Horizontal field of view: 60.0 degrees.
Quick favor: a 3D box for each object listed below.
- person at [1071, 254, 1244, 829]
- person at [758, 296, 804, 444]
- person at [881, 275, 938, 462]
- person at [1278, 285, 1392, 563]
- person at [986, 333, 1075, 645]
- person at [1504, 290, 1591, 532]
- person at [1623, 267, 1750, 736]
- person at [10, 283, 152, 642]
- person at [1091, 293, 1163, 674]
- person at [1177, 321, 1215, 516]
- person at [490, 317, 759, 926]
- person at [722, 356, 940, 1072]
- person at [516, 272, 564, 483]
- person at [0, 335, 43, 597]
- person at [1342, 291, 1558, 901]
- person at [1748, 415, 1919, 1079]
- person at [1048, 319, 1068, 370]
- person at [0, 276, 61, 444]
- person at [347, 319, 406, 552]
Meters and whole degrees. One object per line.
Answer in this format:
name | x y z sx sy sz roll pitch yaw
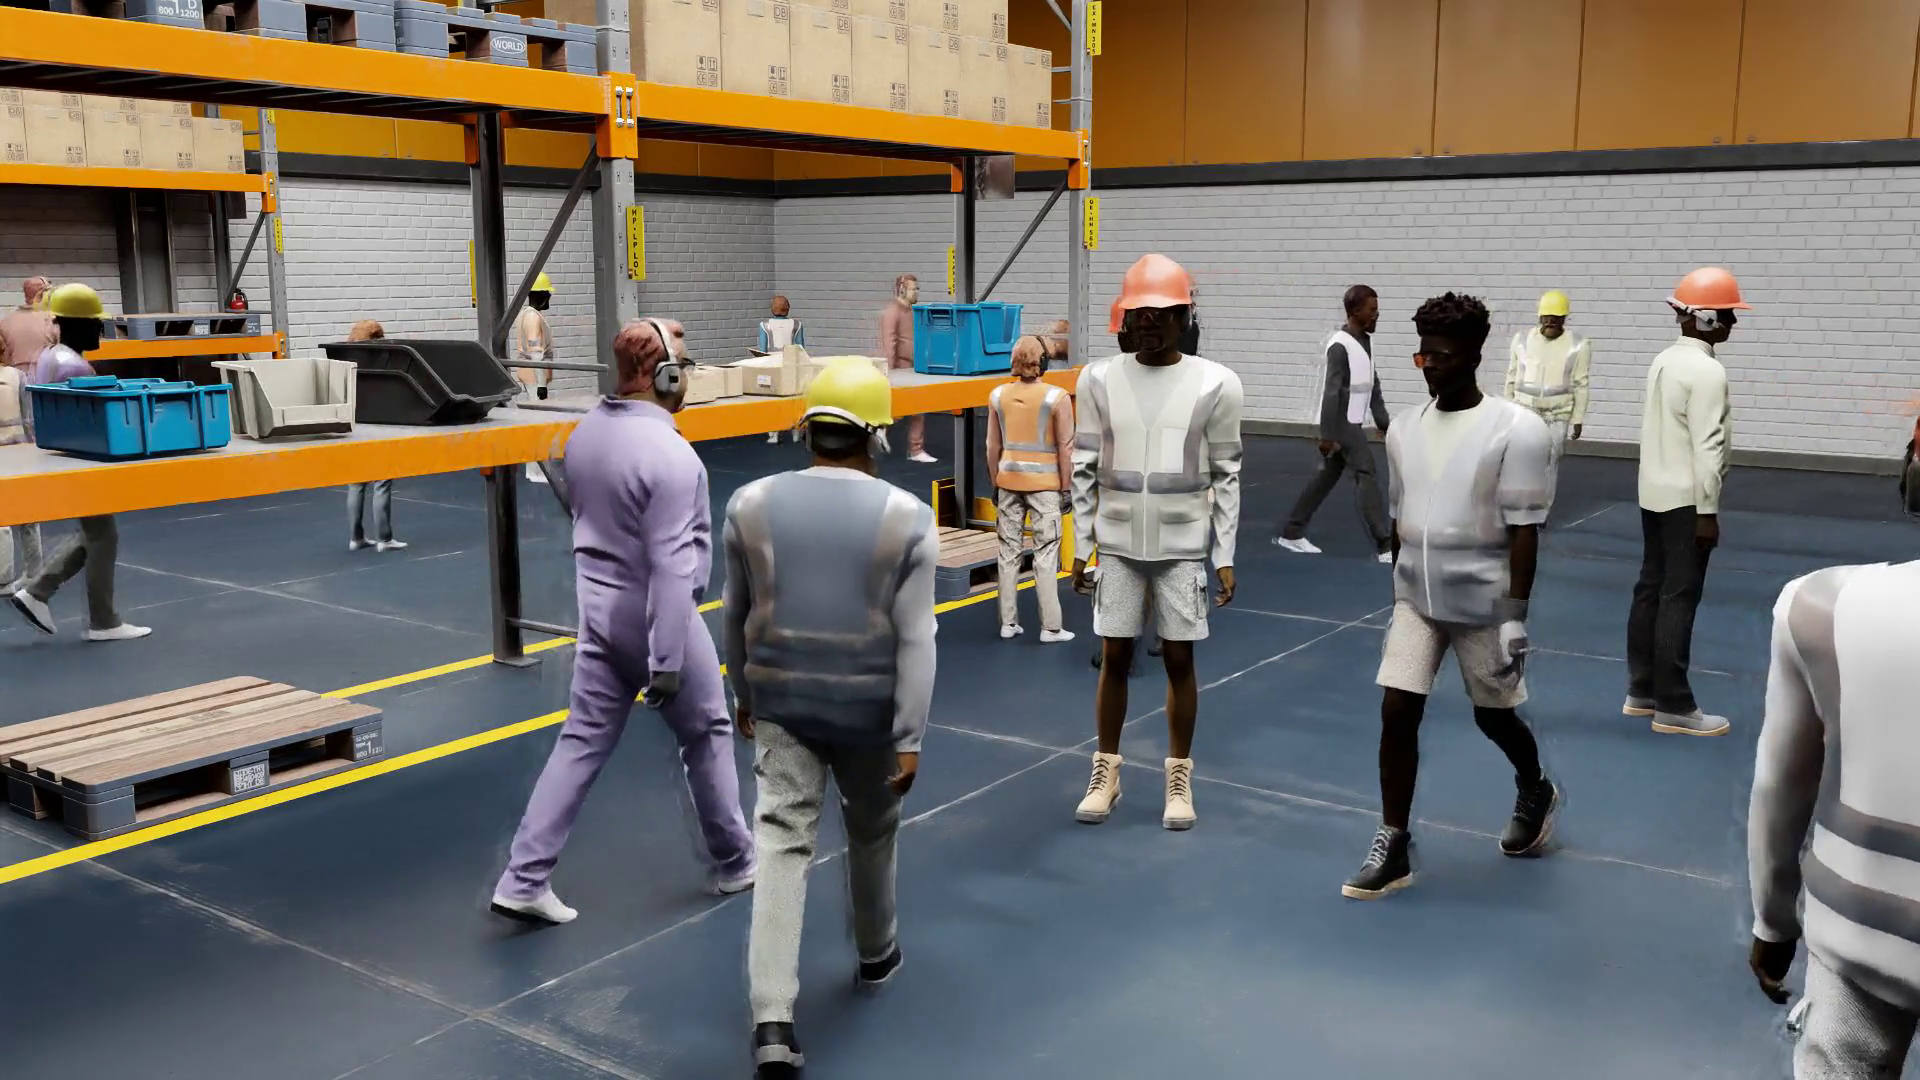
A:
person | 0.685 0.017 5.925 0.605 2.045 0.388 3 10 16
person | -1.973 -1.875 18.397 0.523 1.638 0.311 -3 10 -15
person | -0.598 -1.714 16.712 0.707 1.886 0.650 4 11 25
person | 2.633 -0.786 11.258 1.027 1.869 0.608 5 11 25
person | 0.371 -0.265 8.803 0.515 1.641 0.314 6 11 32
person | 4.322 -0.938 12.302 0.609 1.807 0.571 4 11 25
person | 3.138 -0.170 7.186 0.395 1.994 0.612 0 10 1
person | -4.657 -0.386 8.728 0.541 1.907 0.601 -7 12 -36
person | 0.884 -0.283 8.228 0.539 1.874 1.035 7 12 35
person | 1.685 -1.157 13.258 0.633 1.941 1.049 -9 13 -44
person | -0.991 0.256 5.079 1.004 1.864 0.656 -9 13 -44
person | -0.349 0.429 4.277 0.602 1.789 0.934 1 10 6
person | -3.845 -1.478 15.181 0.368 1.927 0.589 -4 10 -20
person | -5.807 -0.471 10.034 0.314 1.642 0.514 3 10 15
person | 1.653 0.165 5.385 0.915 1.939 0.609 -8 13 -41
person | 1.505 0.670 2.645 0.956 1.848 0.586 -8 12 -39
person | 0.769 -0.745 11.760 0.625 1.610 0.508 5 11 29
person | -7.420 -1.187 13.519 0.651 1.904 0.403 1 10 9
person | -4.114 -0.724 11.591 0.505 1.624 0.289 3 10 19
